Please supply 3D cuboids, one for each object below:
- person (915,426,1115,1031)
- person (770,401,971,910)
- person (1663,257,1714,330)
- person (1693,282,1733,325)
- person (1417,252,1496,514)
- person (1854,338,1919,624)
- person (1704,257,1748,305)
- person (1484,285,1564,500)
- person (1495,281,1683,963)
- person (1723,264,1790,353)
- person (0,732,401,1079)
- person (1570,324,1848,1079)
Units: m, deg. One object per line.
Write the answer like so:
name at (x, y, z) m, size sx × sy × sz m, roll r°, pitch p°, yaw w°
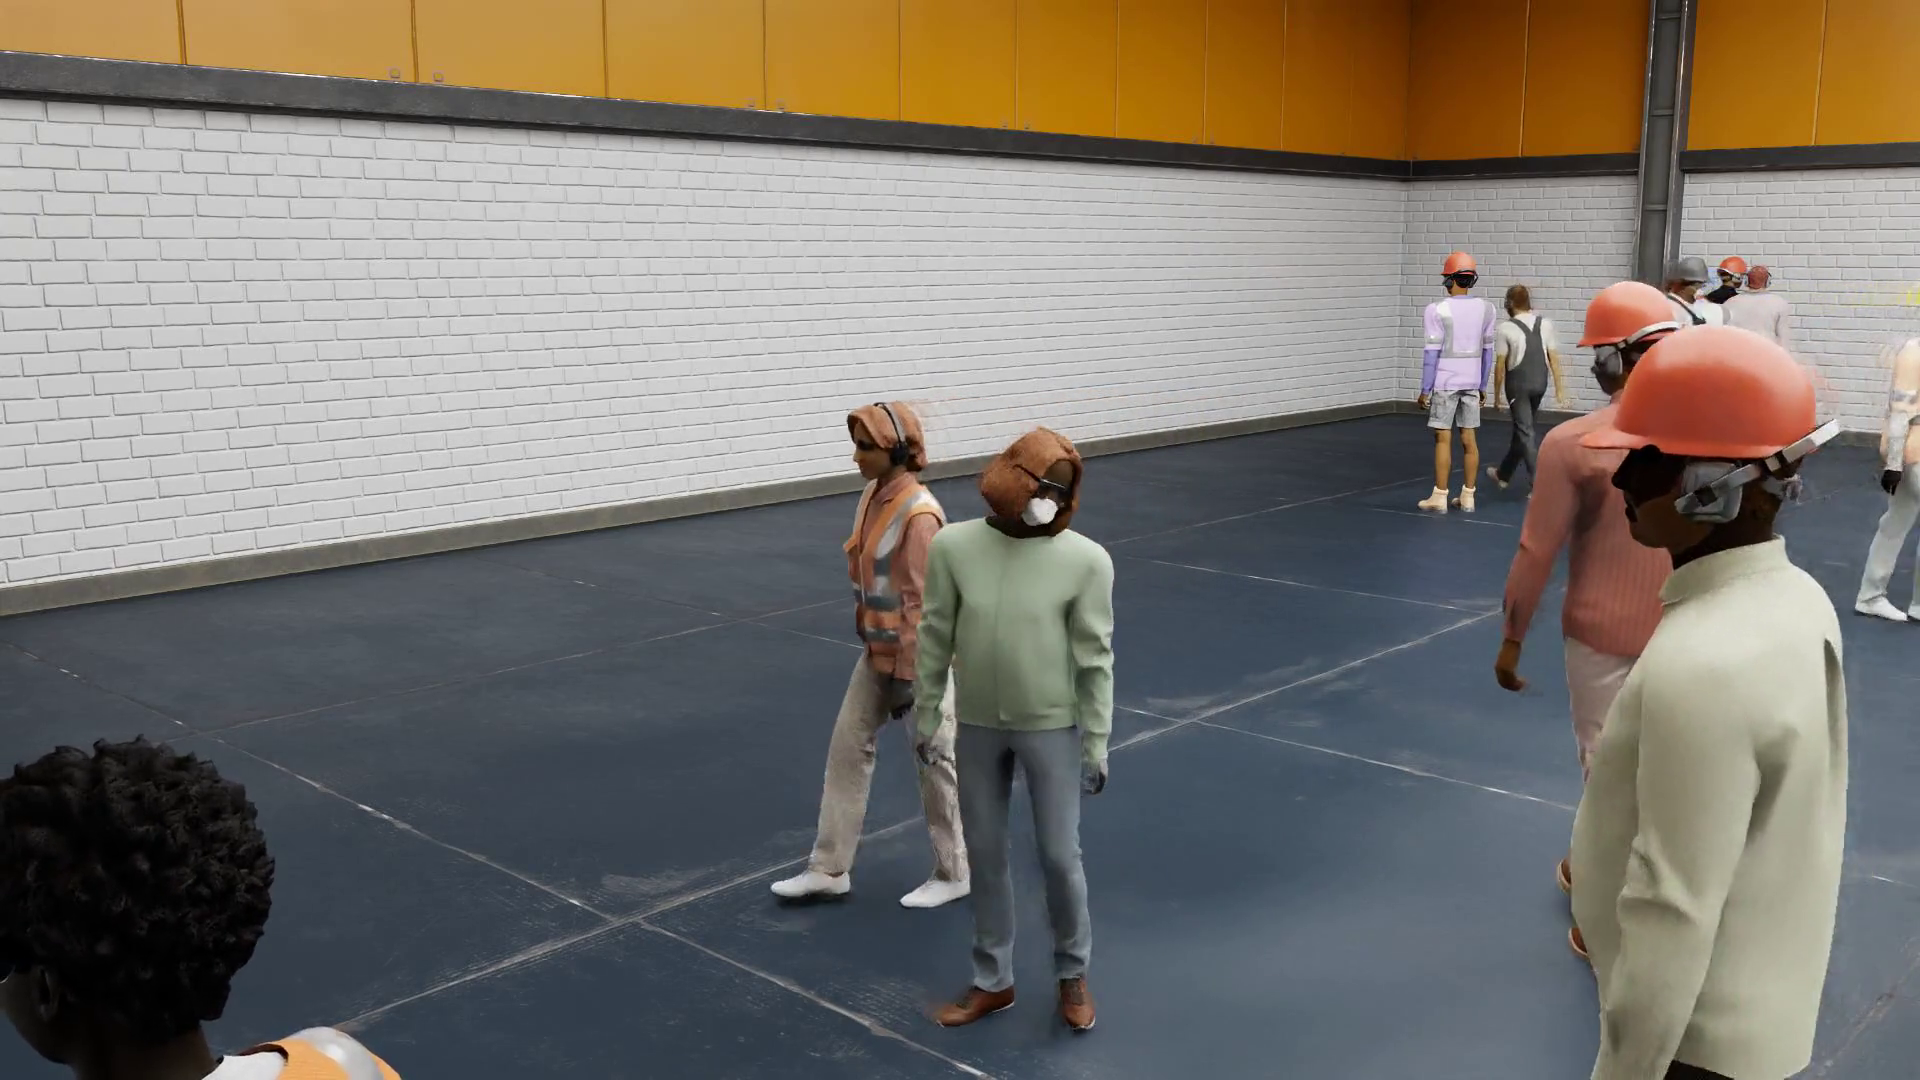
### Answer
person at (0.154, 0.507, 4.412) m, size 0.540 × 1.622 × 0.336 m, roll 4°, pitch 11°, yaw 20°
person at (-0.275, 0.381, 5.118) m, size 0.739 × 1.605 × 0.539 m, roll -4°, pitch 11°, yaw -22°
person at (5.799, -1.309, 13.536) m, size 0.714 × 2.000 × 0.702 m, roll 7°, pitch 12°, yaw 35°
person at (6.329, -1.370, 14.222) m, size 0.625 × 1.922 × 0.604 m, roll -1°, pitch 10°, yaw -4°
person at (3.872, -1.225, 13.051) m, size 0.607 × 2.044 × 0.379 m, roll -3°, pitch 10°, yaw -17°
person at (5.323, -0.460, 9.072) m, size 0.745 × 1.899 × 0.607 m, roll 10°, pitch 14°, yaw 43°
person at (7.794, -1.882, 16.953) m, size 0.405 × 1.987 × 0.617 m, roll -3°, pitch 10°, yaw -14°
person at (4.694, -1.226, 13.845) m, size 0.592 × 1.764 × 0.998 m, roll -3°, pitch 10°, yaw -15°
person at (1.864, 0.241, 4.882) m, size 0.652 × 1.971 × 0.760 m, roll -2°, pitch 10°, yaw -12°
person at (7.824, -1.749, 16.405) m, size 0.643 × 1.913 × 0.411 m, roll 7°, pitch 12°, yaw 36°
person at (-0.634, 0.998, 1.414) m, size 0.320 × 1.690 × 0.535 m, roll 3°, pitch 10°, yaw 15°
person at (1.075, 0.679, 2.441) m, size 0.638 × 1.998 × 0.622 m, roll 7°, pitch 12°, yaw 35°
